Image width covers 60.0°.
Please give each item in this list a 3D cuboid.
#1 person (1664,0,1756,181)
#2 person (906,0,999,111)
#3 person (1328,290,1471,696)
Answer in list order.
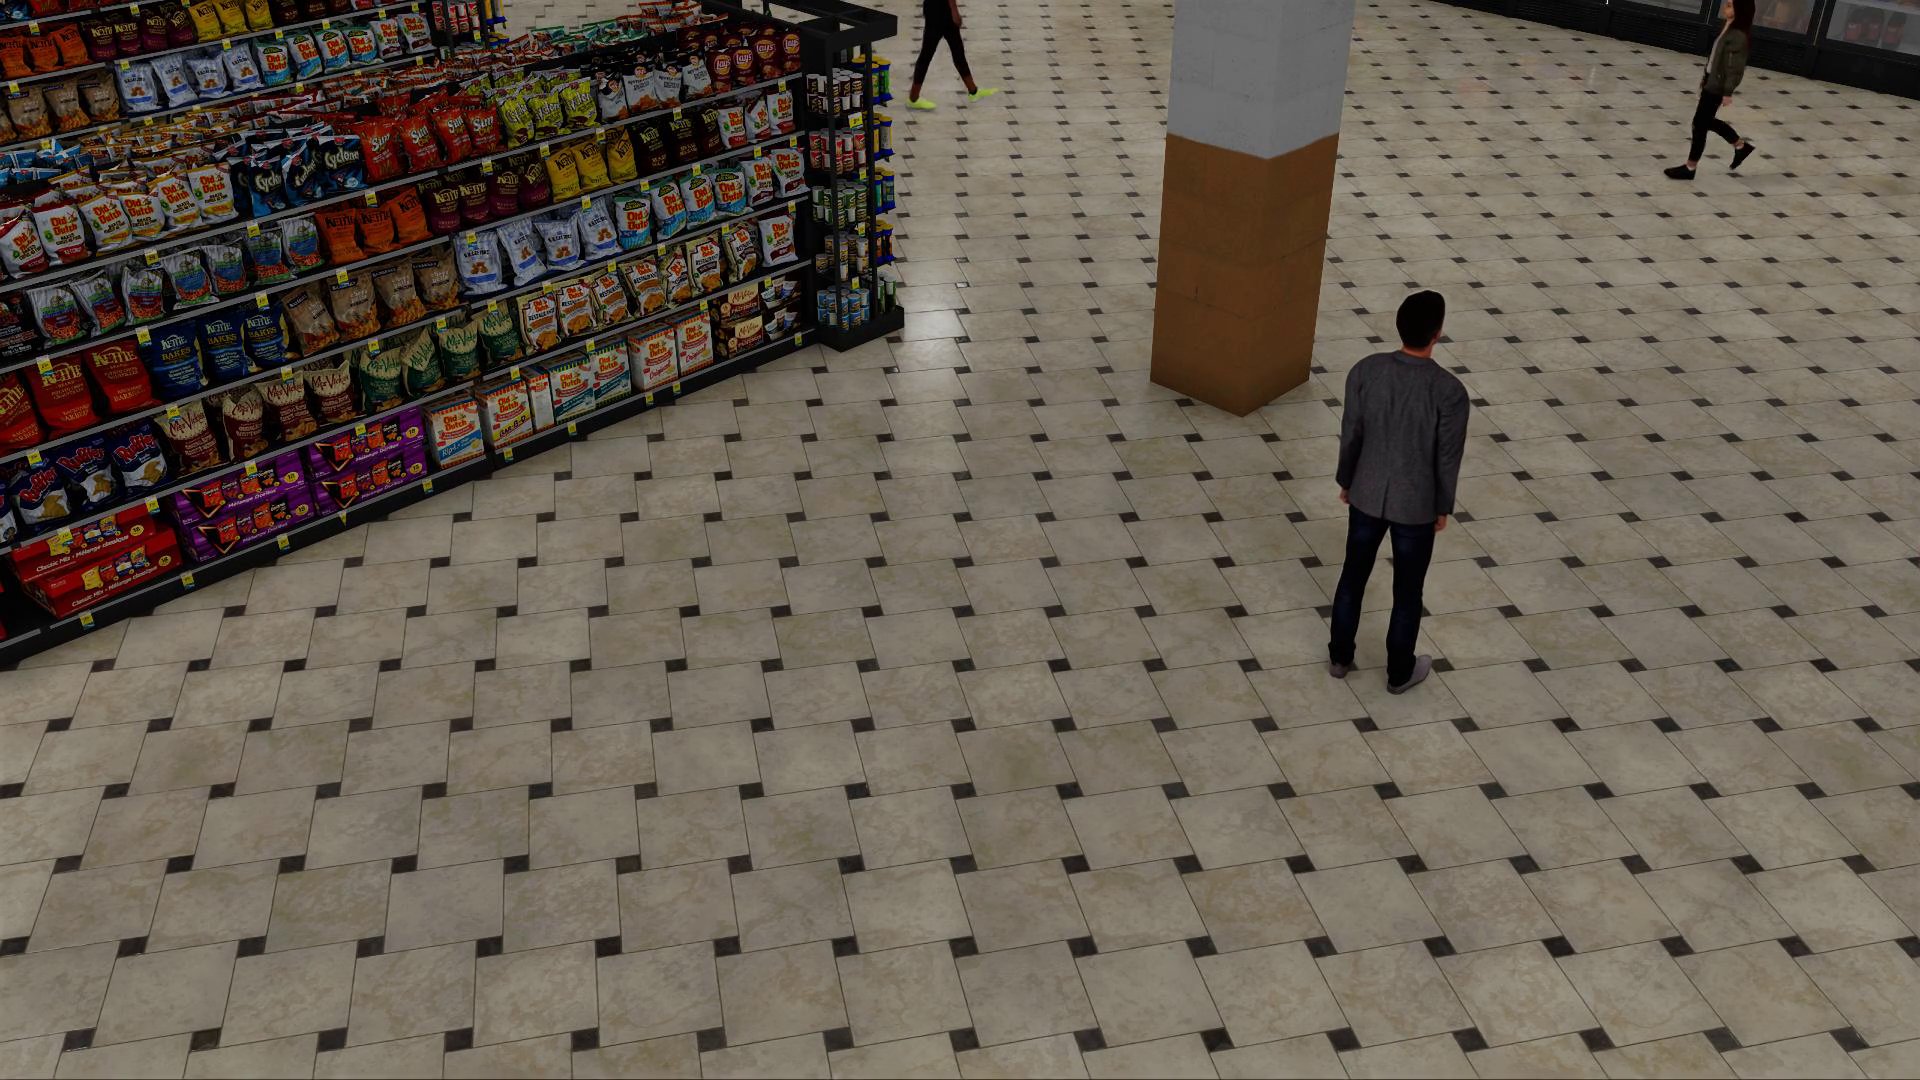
[{"bbox_3d":[5.931,-3.499,12.860,0.892,1.462,0.906,6,32,10],"label":"person"},{"bbox_3d":[-0.271,-4.536,14.285,1.081,1.718,1.020,0,32,0],"label":"person"},{"bbox_3d":[1.869,-0.183,7.140,0.738,1.874,0.679,19,36,27],"label":"person"}]
